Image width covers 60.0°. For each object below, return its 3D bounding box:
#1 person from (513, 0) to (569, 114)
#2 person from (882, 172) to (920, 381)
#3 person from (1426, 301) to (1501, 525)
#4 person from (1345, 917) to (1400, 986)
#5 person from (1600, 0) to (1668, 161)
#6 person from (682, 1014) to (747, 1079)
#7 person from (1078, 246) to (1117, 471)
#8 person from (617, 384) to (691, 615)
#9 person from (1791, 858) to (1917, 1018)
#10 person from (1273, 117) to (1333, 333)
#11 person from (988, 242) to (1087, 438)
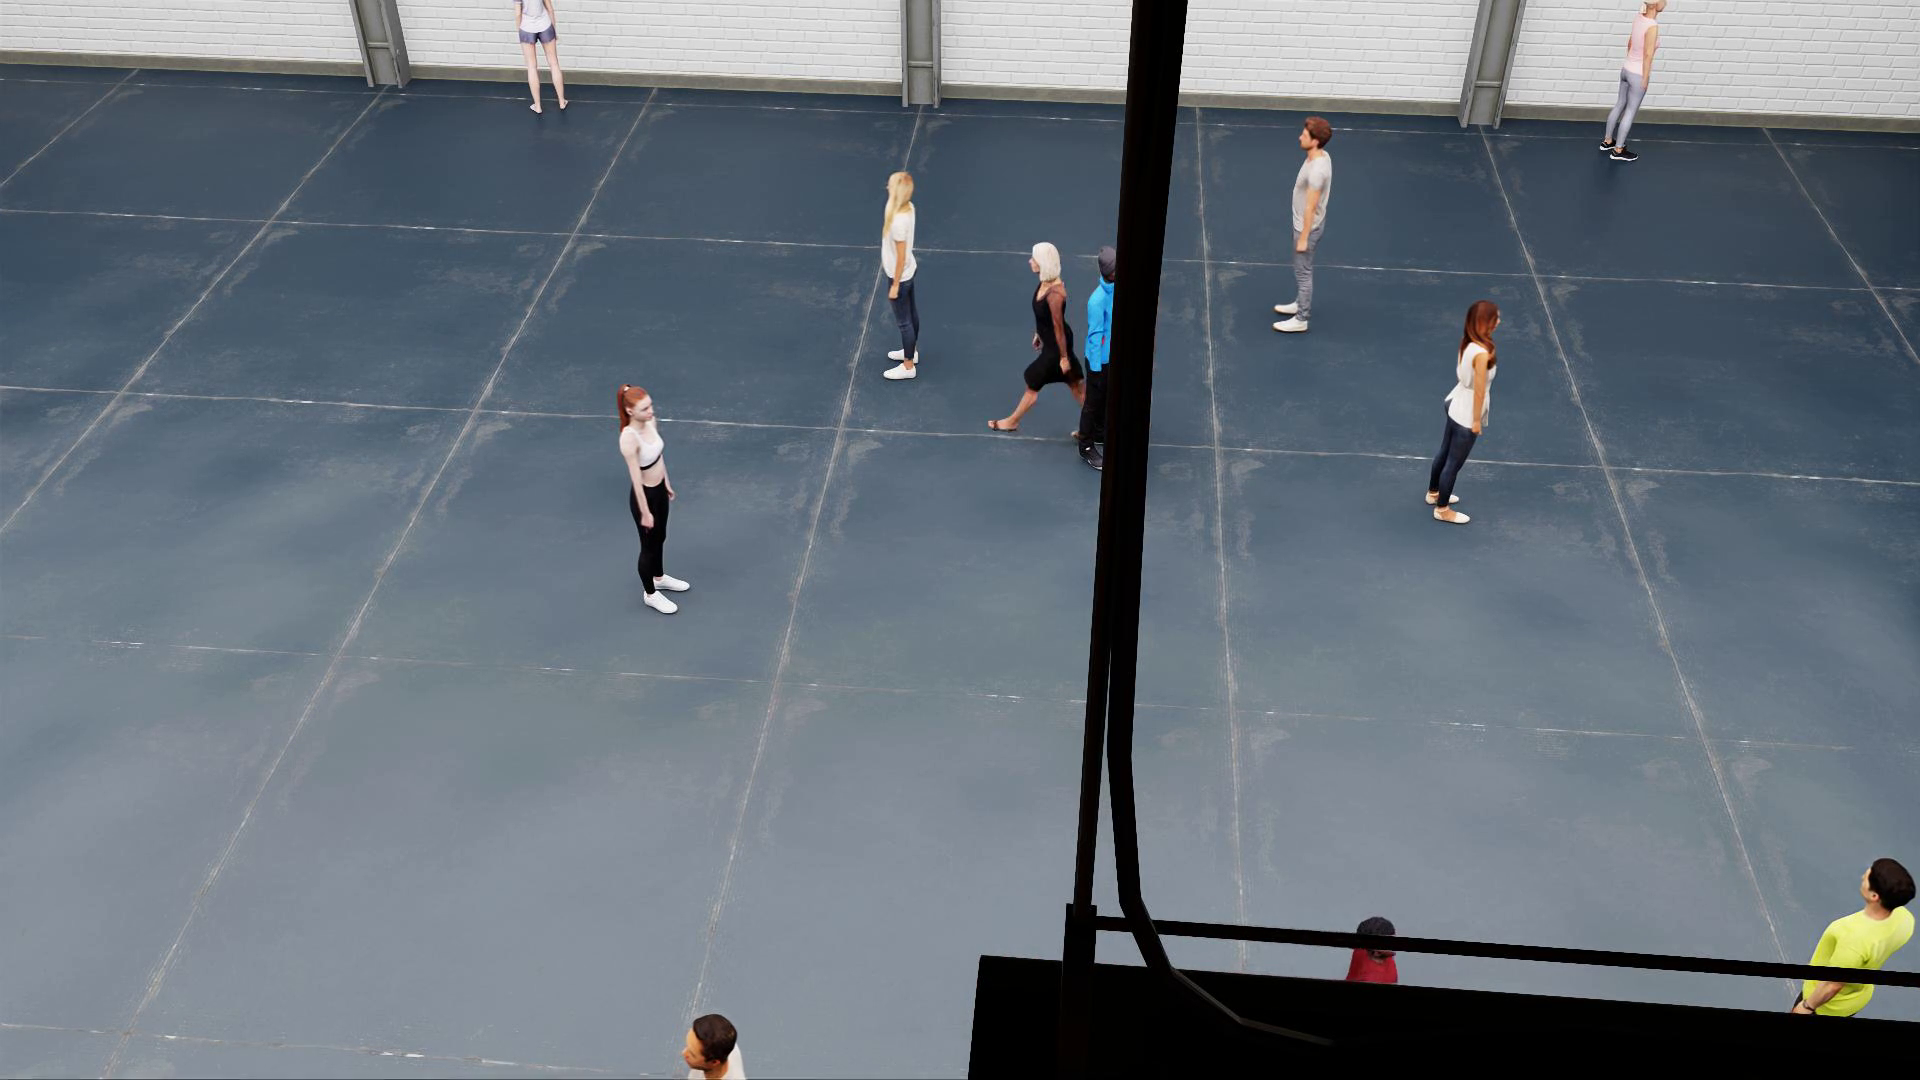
[{"bbox_3d":[-4.472,-5.388,17.549,0.638,1.768,0.728,-14,41,-17],"label":"person"},{"bbox_3d":[-0.461,-2.144,13.454,0.499,1.808,0.604,4,39,5],"label":"person"},{"bbox_3d":[3.614,-0.929,11.952,0.539,1.785,0.591,0,39,0],"label":"person"},{"bbox_3d":[1.947,2.321,8.314,0.569,1.246,0.517,2,39,2],"label":"person"},{"bbox_3d":[6.788,-4.694,16.714,0.584,1.726,0.596,-5,39,-6],"label":"person"},{"bbox_3d":[-1.018,2.680,7.411,0.731,1.811,0.739,-15,41,-18],"label":"person"},{"bbox_3d":[1.080,-1.395,12.528,0.693,1.794,0.694,21,43,25],"label":"person"},{"bbox_3d":[-2.098,-0.289,11.186,0.571,1.741,0.617,9,39,11],"label":"person"},{"bbox_3d":[4.301,2.176,8.125,0.682,1.709,0.760,-24,44,-27],"label":"person"},{"bbox_3d":[2.939,-2.658,14.028,0.563,1.895,0.658,6,39,7],"label":"person"},{"bbox_3d":[0.813,-1.455,12.695,1.107,1.680,0.646,1,39,1],"label":"person"}]
